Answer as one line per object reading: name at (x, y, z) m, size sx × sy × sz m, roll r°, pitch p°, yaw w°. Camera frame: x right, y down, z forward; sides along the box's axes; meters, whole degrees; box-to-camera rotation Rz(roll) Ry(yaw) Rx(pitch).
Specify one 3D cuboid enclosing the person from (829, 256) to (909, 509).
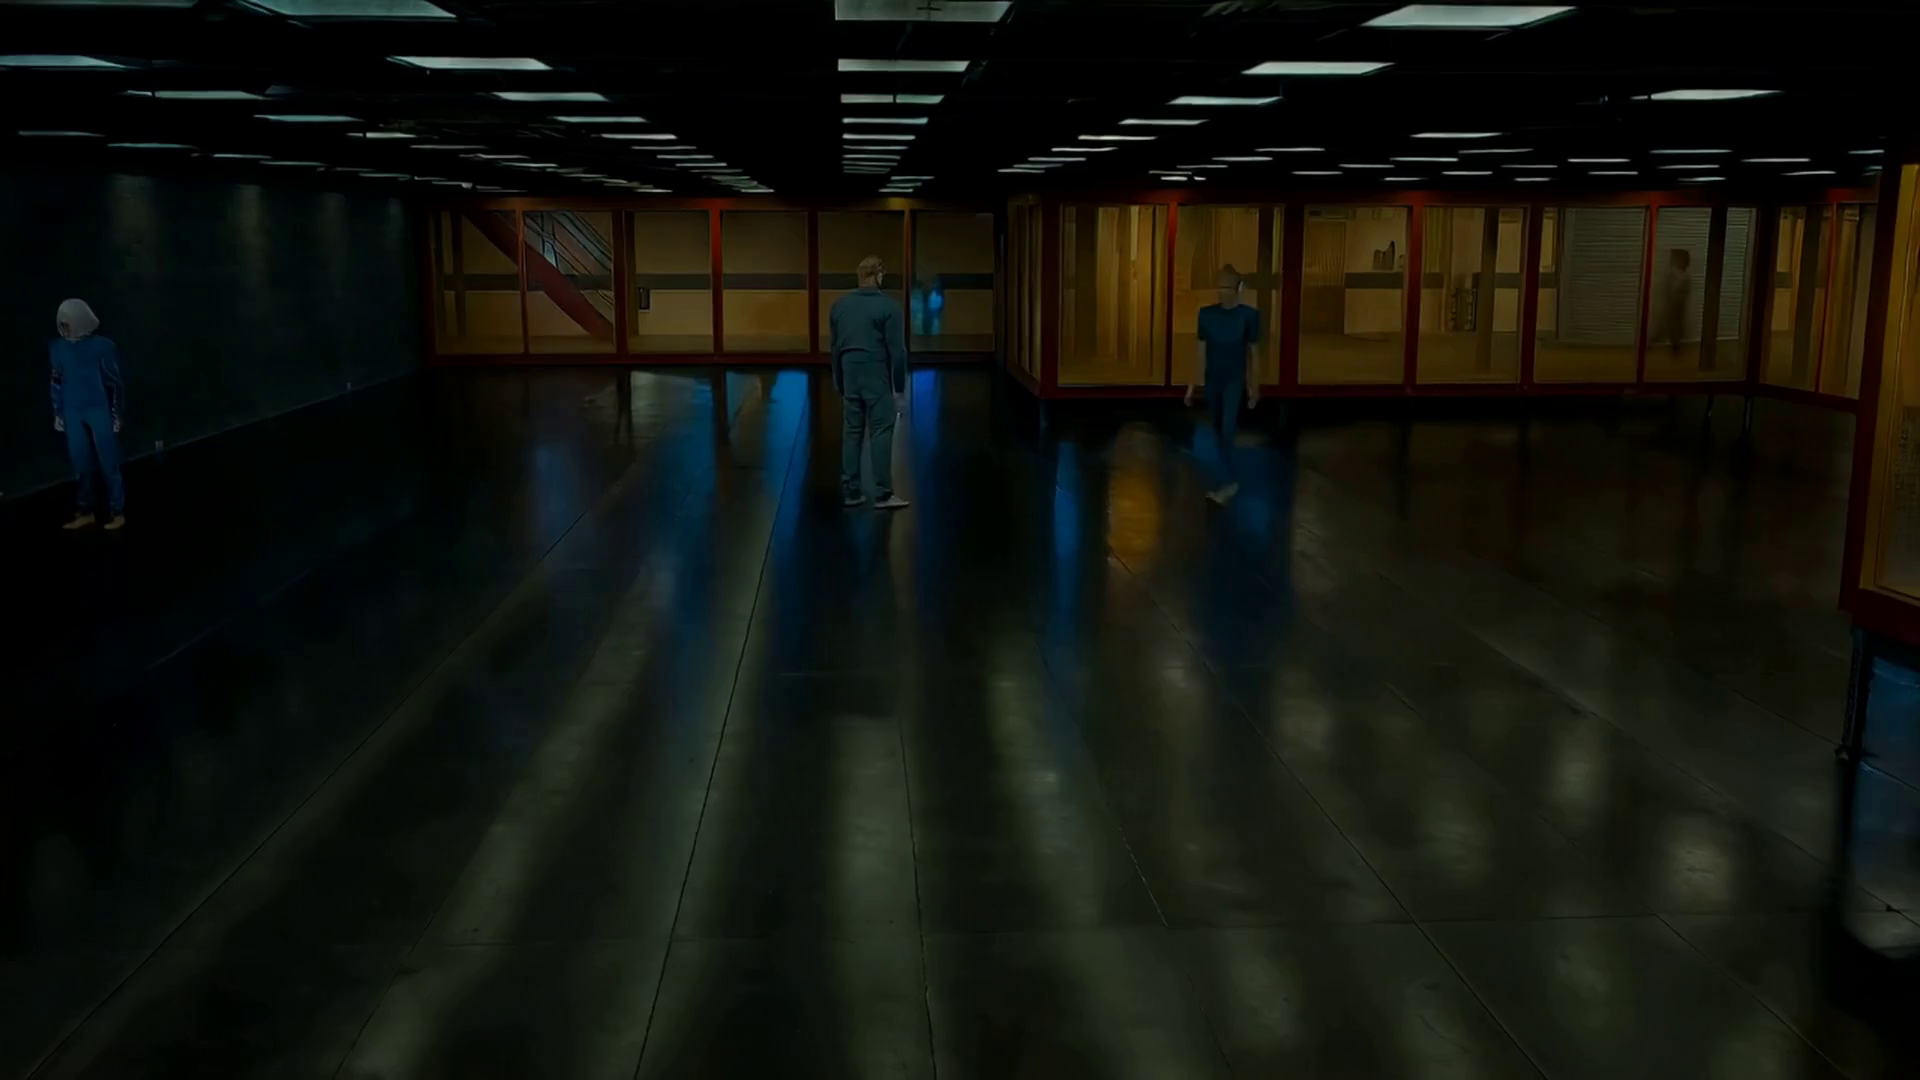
person at (-0.668, -1.189, 12.602) m, size 0.652 × 1.906 × 0.402 m, roll 7°, pitch 12°, yaw 32°

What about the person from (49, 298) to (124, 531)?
person at (-6.104, -0.872, 11.627) m, size 0.505 × 1.631 × 0.278 m, roll 1°, pitch 11°, yaw 7°

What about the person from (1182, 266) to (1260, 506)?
person at (1.998, -1.178, 12.783) m, size 0.519 × 1.823 × 0.968 m, roll 6°, pitch 12°, yaw 30°
